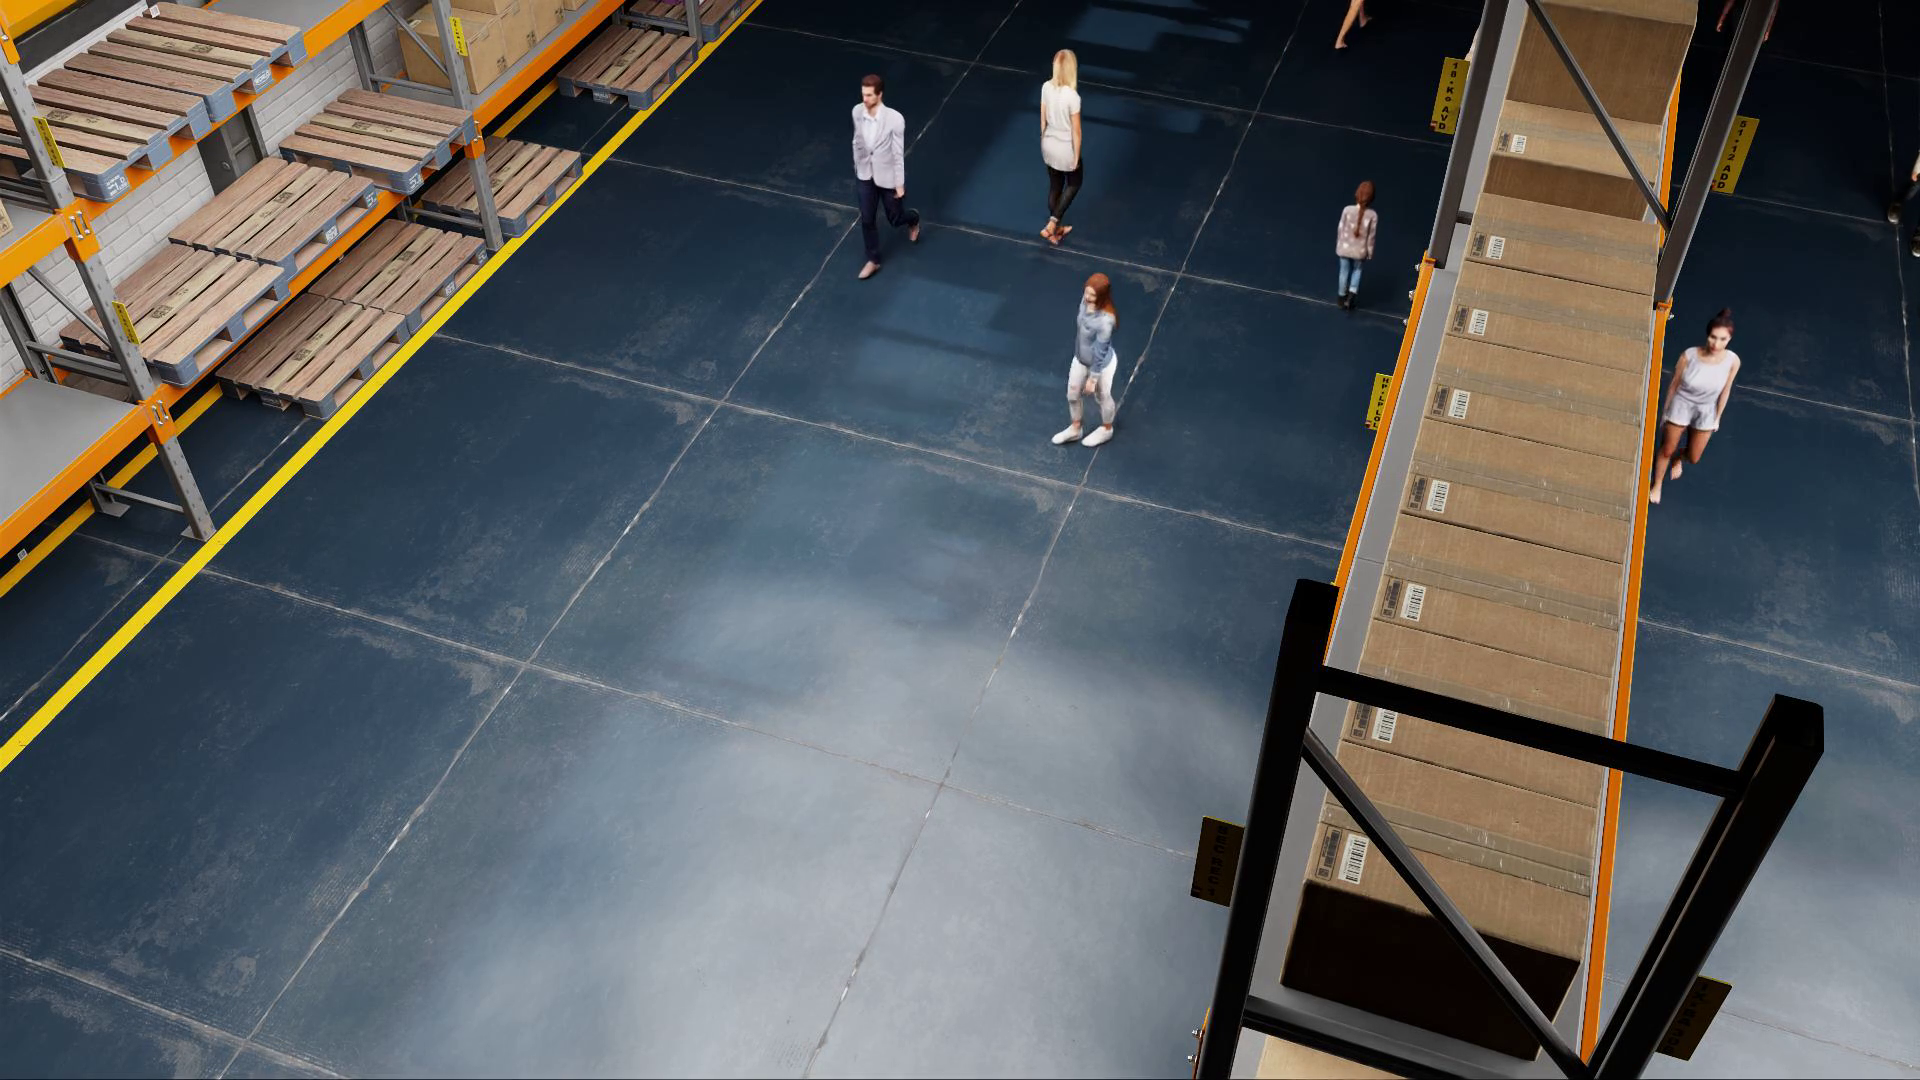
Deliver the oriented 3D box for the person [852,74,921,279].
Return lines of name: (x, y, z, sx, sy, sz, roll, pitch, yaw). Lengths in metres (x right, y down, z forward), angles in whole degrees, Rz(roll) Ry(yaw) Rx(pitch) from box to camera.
person: (-0.624, -3.121, 14.102, 0.756, 1.827, 1.044, 20, 47, 20)

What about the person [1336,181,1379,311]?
person: (3.264, -2.410, 13.822, 0.489, 1.185, 0.528, 11, 45, 12)

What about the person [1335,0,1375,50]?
person: (4.136, -5.868, 17.089, 0.893, 1.685, 1.232, 31, 52, 28)

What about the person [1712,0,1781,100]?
person: (7.604, -4.940, 16.089, 0.671, 1.720, 0.684, 7, 44, 8)

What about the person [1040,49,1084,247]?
person: (0.806, -3.311, 14.314, 0.710, 1.811, 0.833, 28, 50, 26)

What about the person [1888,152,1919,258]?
person: (8.509, -3.272, 14.541, 0.576, 1.439, 0.974, 12, 45, 12)

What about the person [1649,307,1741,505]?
person: (5.292, -0.981, 12.023, 0.581, 1.597, 0.658, 12, 45, 12)

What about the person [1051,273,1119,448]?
person: (1.040, -1.348, 12.356, 0.890, 1.668, 0.829, -11, 45, -12)
